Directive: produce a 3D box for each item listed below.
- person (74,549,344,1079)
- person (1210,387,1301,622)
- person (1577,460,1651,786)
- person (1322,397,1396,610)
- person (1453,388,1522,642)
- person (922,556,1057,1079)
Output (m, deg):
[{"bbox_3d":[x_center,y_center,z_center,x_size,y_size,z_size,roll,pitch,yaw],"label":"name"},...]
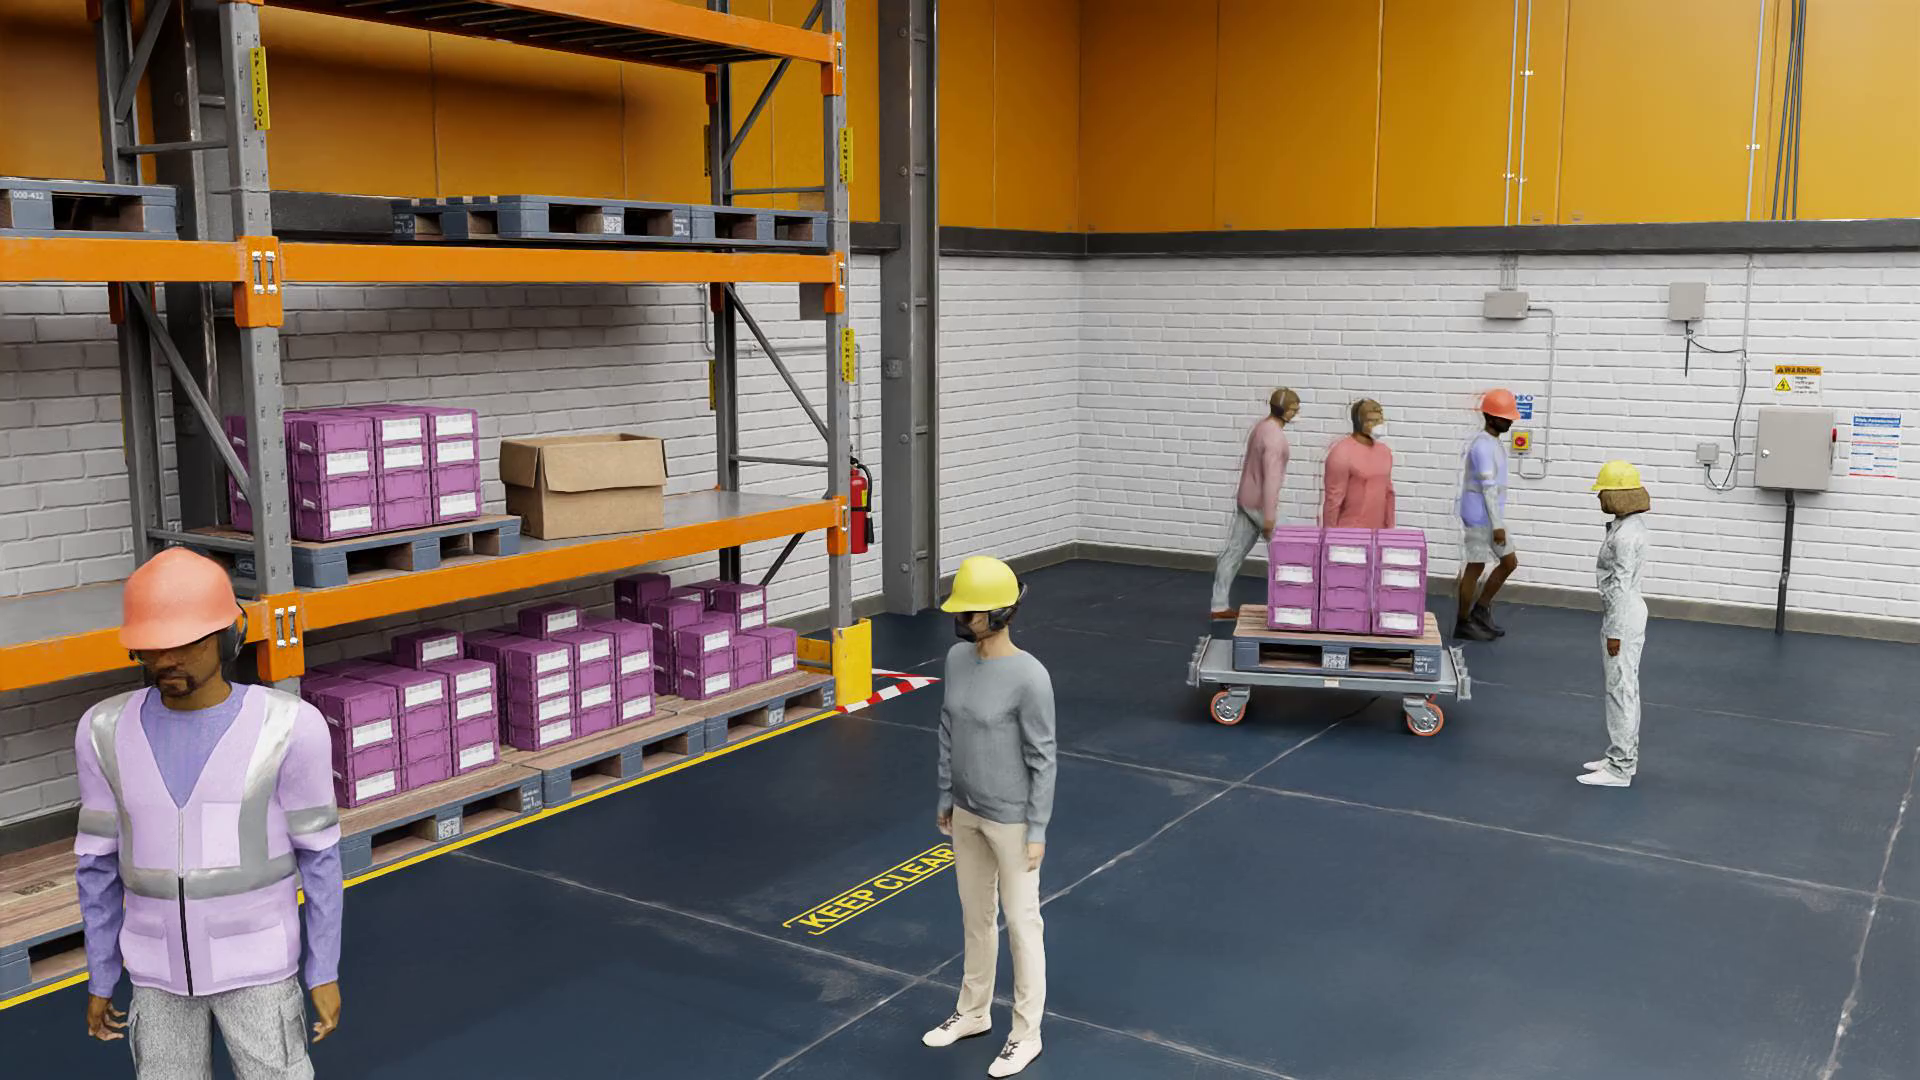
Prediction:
[{"bbox_3d":[-1.821,1.028,4.031,0.616,2.039,0.384,0,9,-3],"label":"person"},{"bbox_3d":[2.393,-0.242,12.886,0.891,1.867,0.651,-1,9,-3],"label":"person"},{"bbox_3d":[3.481,0.442,8.847,0.321,1.736,0.484,4,10,25],"label":"person"},{"bbox_3d":[2.710,-0.045,11.482,0.642,1.903,0.990,-8,12,-41],"label":"person"},{"bbox_3d":[3.889,-0.169,12.271,0.510,1.901,0.556,5,10,30],"label":"person"},{"bbox_3d":[0.102,0.923,5.618,0.329,1.765,0.525,-7,11,-39],"label":"person"}]
